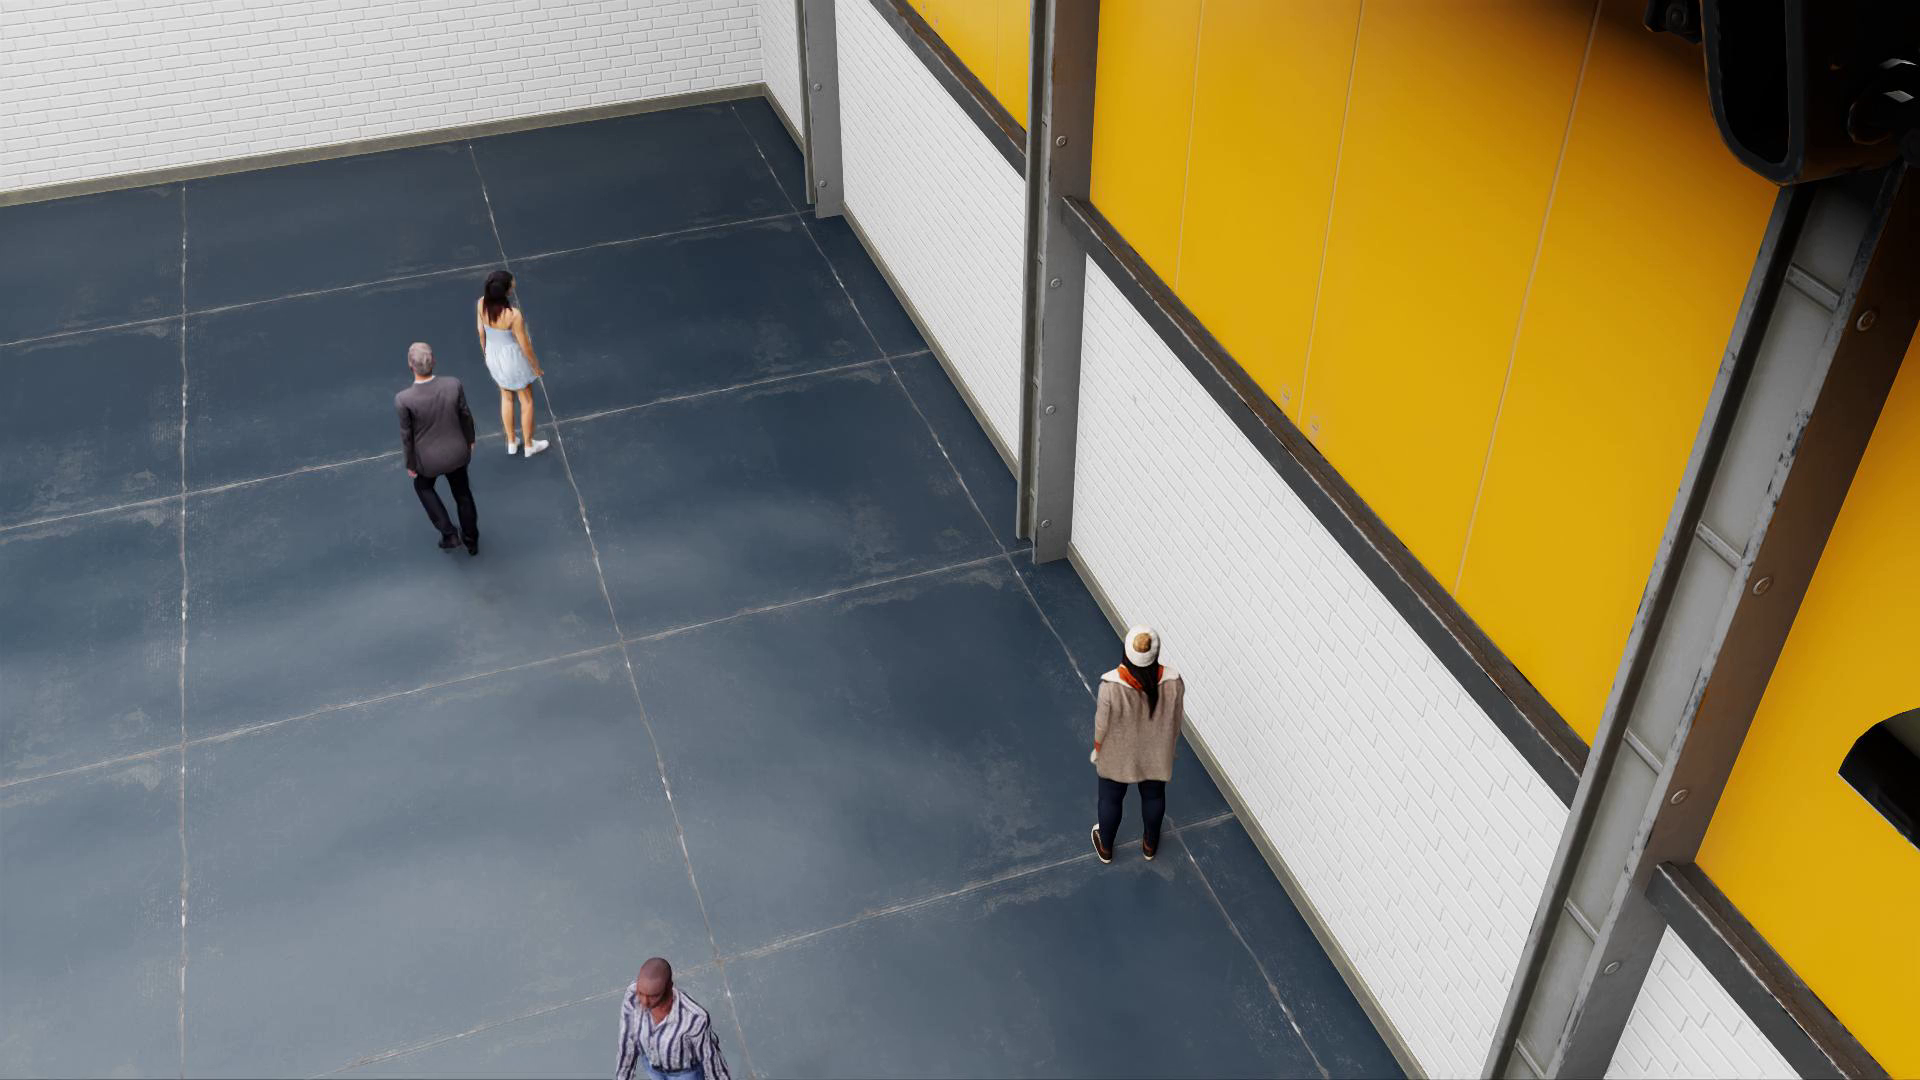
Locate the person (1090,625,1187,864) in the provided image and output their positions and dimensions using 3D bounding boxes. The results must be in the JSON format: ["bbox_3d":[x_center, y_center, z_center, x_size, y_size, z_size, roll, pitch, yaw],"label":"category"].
[{"bbox_3d":[1.052,1.222,9.997,0.772,1.891,0.757,-2,39,-3],"label":"person"}]

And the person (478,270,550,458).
[{"bbox_3d":[-3.666,-1.434,13.471,0.715,1.707,0.744,2,39,3],"label":"person"}]

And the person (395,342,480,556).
[{"bbox_3d":[-3.830,-0.612,12.344,0.827,1.828,0.764,-24,44,-27],"label":"person"}]

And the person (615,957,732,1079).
[{"bbox_3d":[-1.389,2.595,8.378,0.978,1.767,1.029,18,42,21],"label":"person"}]
